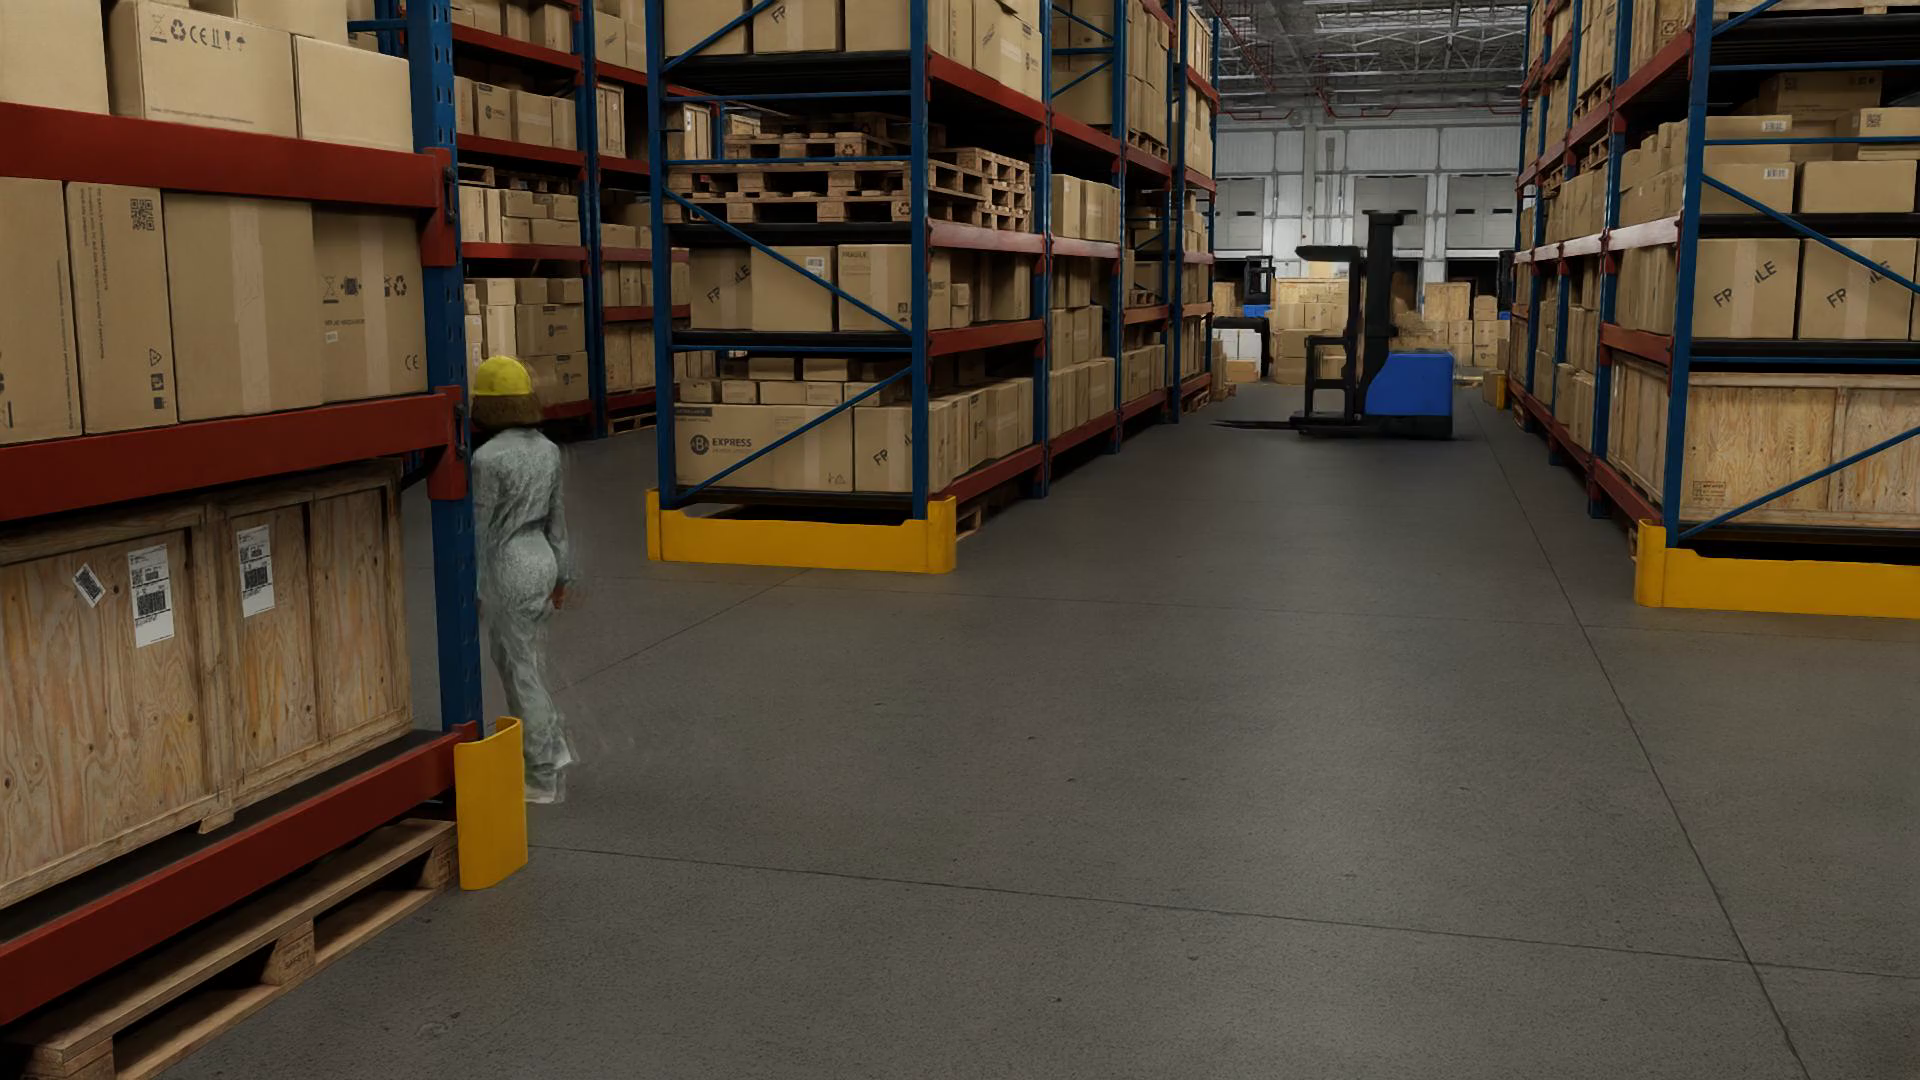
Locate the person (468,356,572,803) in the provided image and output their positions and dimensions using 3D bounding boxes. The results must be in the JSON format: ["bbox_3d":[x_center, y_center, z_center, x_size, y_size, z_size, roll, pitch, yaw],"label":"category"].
[{"bbox_3d":[-1.715,0.161,6.415,0.415,1.729,0.494,2,9,15],"label":"person"}]

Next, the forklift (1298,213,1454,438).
[{"bbox_3d":[5.343,-2.742,21.196,1.873,2.768,1.129,2,9,15],"label":"forklift"}]

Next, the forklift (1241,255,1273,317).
[{"bbox_3d":[10.551,-8.662,58.805,1.129,2.768,1.873,2,9,15],"label":"forklift"}]

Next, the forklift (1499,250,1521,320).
[{"bbox_3d":[15.855,-6.836,47.204,1.129,2.768,1.873,2,9,15],"label":"forklift"}]

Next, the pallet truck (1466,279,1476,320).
[{"bbox_3d":[18.896,-8.459,60.307,1.885,1.965,0.823,5,10,31],"label":"pallet truck"}]
